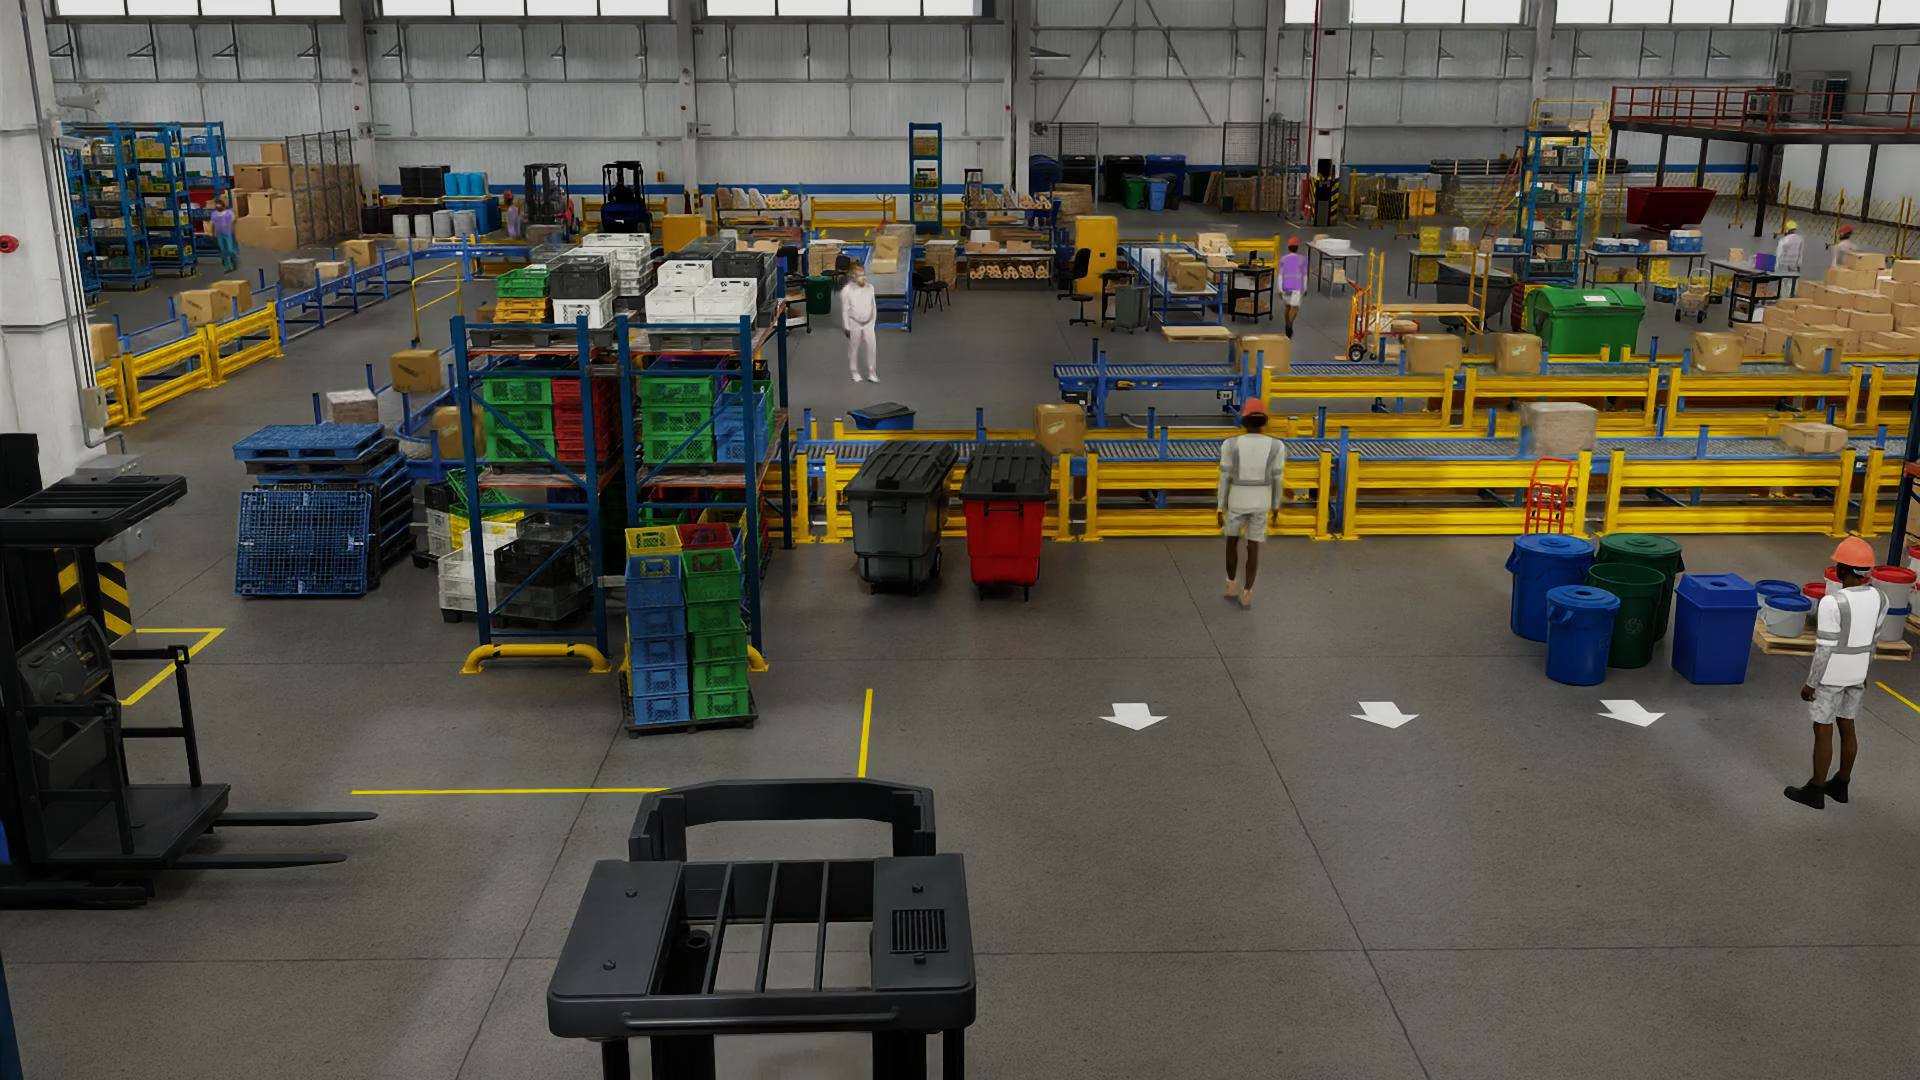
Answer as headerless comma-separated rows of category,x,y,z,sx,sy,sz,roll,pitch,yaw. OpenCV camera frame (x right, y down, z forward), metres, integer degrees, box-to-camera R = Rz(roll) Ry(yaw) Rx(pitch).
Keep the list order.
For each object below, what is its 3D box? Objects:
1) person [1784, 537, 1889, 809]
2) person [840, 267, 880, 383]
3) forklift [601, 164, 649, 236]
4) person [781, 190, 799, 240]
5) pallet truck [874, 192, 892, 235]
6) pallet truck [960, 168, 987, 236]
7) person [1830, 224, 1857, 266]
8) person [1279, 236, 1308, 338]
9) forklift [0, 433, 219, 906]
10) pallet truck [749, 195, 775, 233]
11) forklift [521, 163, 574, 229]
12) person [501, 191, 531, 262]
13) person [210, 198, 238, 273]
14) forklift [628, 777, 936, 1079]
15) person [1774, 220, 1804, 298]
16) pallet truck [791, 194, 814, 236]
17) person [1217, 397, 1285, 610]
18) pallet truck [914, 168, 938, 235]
person,6.090,0.922,11.551,0.548,1.938,0.358,-6,17,-21
person,-1.576,-3.460,26.880,0.666,1.875,0.789,-9,18,-29
forklift,-9.948,-10.127,49.296,1.157,1.987,2.680,-1,16,-3
person,-4.697,-8.655,45.235,0.914,1.713,0.529,-10,19,-30
pallet truck,-2.277,-9.986,50.594,0.653,1.274,1.630,0,16,-1
pallet truck,0.383,-10.230,50.206,0.823,1.965,1.885,-1,16,-3
person,17.534,-5.268,33.026,0.637,1.960,0.791,-9,18,-28
person,6.245,-4.765,31.387,0.538,1.905,0.861,7,18,24
forklift,-5.952,0.780,10.366,1.873,2.768,1.129,0,16,-1
pallet truck,-6.051,-9.967,50.660,0.680,1.201,1.601,0,16,-1
forklift,-12.233,-10.122,49.298,1.157,1.987,2.680,0,16,-1
person,-11.138,-7.652,41.271,1.064,1.980,0.633,-3,16,-12
person,-18.144,-7.501,41.015,0.593,1.826,0.453,-1,16,-3
forklift,-0.542,2.165,5.552,1.129,2.768,1.873,-1,16,-2
person,17.575,-5.872,35.370,0.621,1.818,0.428,-3,16,-11
pallet truck,-4.814,-9.883,50.259,0.704,1.261,1.522,-1,16,-3
person,2.756,-0.364,15.869,0.620,2.019,0.666,1,16,4
pallet truck,-0.989,-10.316,50.507,0.823,1.965,1.885,1,16,3
